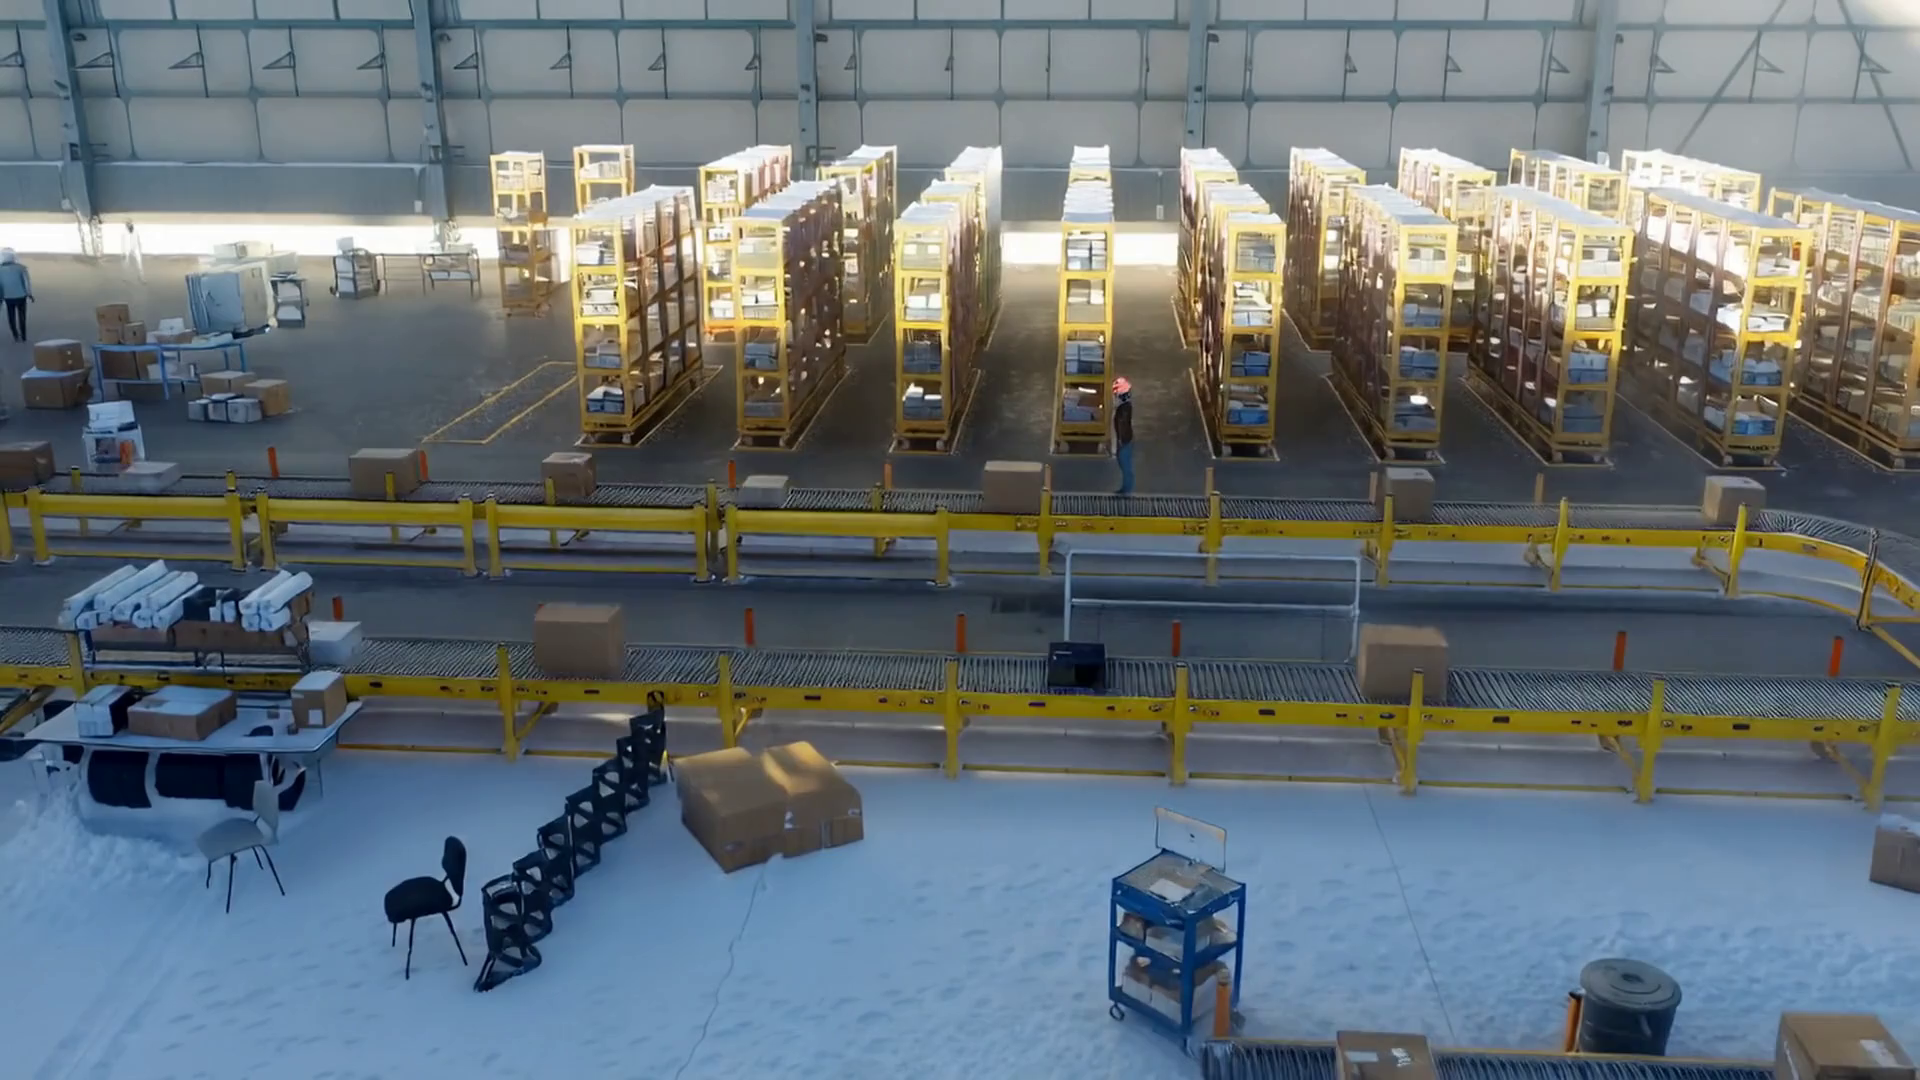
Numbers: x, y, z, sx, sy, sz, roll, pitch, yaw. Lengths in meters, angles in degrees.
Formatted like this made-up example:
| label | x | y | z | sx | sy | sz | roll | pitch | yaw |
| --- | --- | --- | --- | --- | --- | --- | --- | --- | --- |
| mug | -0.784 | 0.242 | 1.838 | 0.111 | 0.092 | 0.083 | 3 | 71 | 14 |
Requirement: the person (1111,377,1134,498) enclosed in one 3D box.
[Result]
| label | x | y | z | sx | sy | sz | roll | pitch | yaw |
| --- | --- | --- | --- | --- | --- | --- | --- | --- | --- |
| person | 2.247 | -1.387 | 23.074 | 0.328 | 1.765 | 0.532 | -1 | 18 | -4 |

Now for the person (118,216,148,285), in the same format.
| label | x | y | z | sx | sy | sz | roll | pitch | yaw |
| --- | --- | --- | --- | --- | --- | --- | --- | --- | --- |
| person | -20.936 | -7.297 | 41.900 | 0.773 | 1.725 | 0.574 | 9 | 20 | 26 |

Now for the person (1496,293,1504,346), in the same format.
| label | x | y | z | sx | sy | sz | roll | pitch | yaw |
| --- | --- | --- | --- | --- | --- | --- | --- | --- | --- |
| person | 10.432 | -4.037 | 31.417 | 0.694 | 1.811 | 0.404 | 8 | 19 | 24 |

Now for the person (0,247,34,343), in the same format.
| label | x | y | z | sx | sy | sz | roll | pitch | yaw |
| --- | --- | --- | --- | --- | --- | --- | --- | --- | --- |
| person | -19.627 | -5.108 | 34.561 | 0.625 | 1.960 | 0.799 | -7 | 19 | -21 |
